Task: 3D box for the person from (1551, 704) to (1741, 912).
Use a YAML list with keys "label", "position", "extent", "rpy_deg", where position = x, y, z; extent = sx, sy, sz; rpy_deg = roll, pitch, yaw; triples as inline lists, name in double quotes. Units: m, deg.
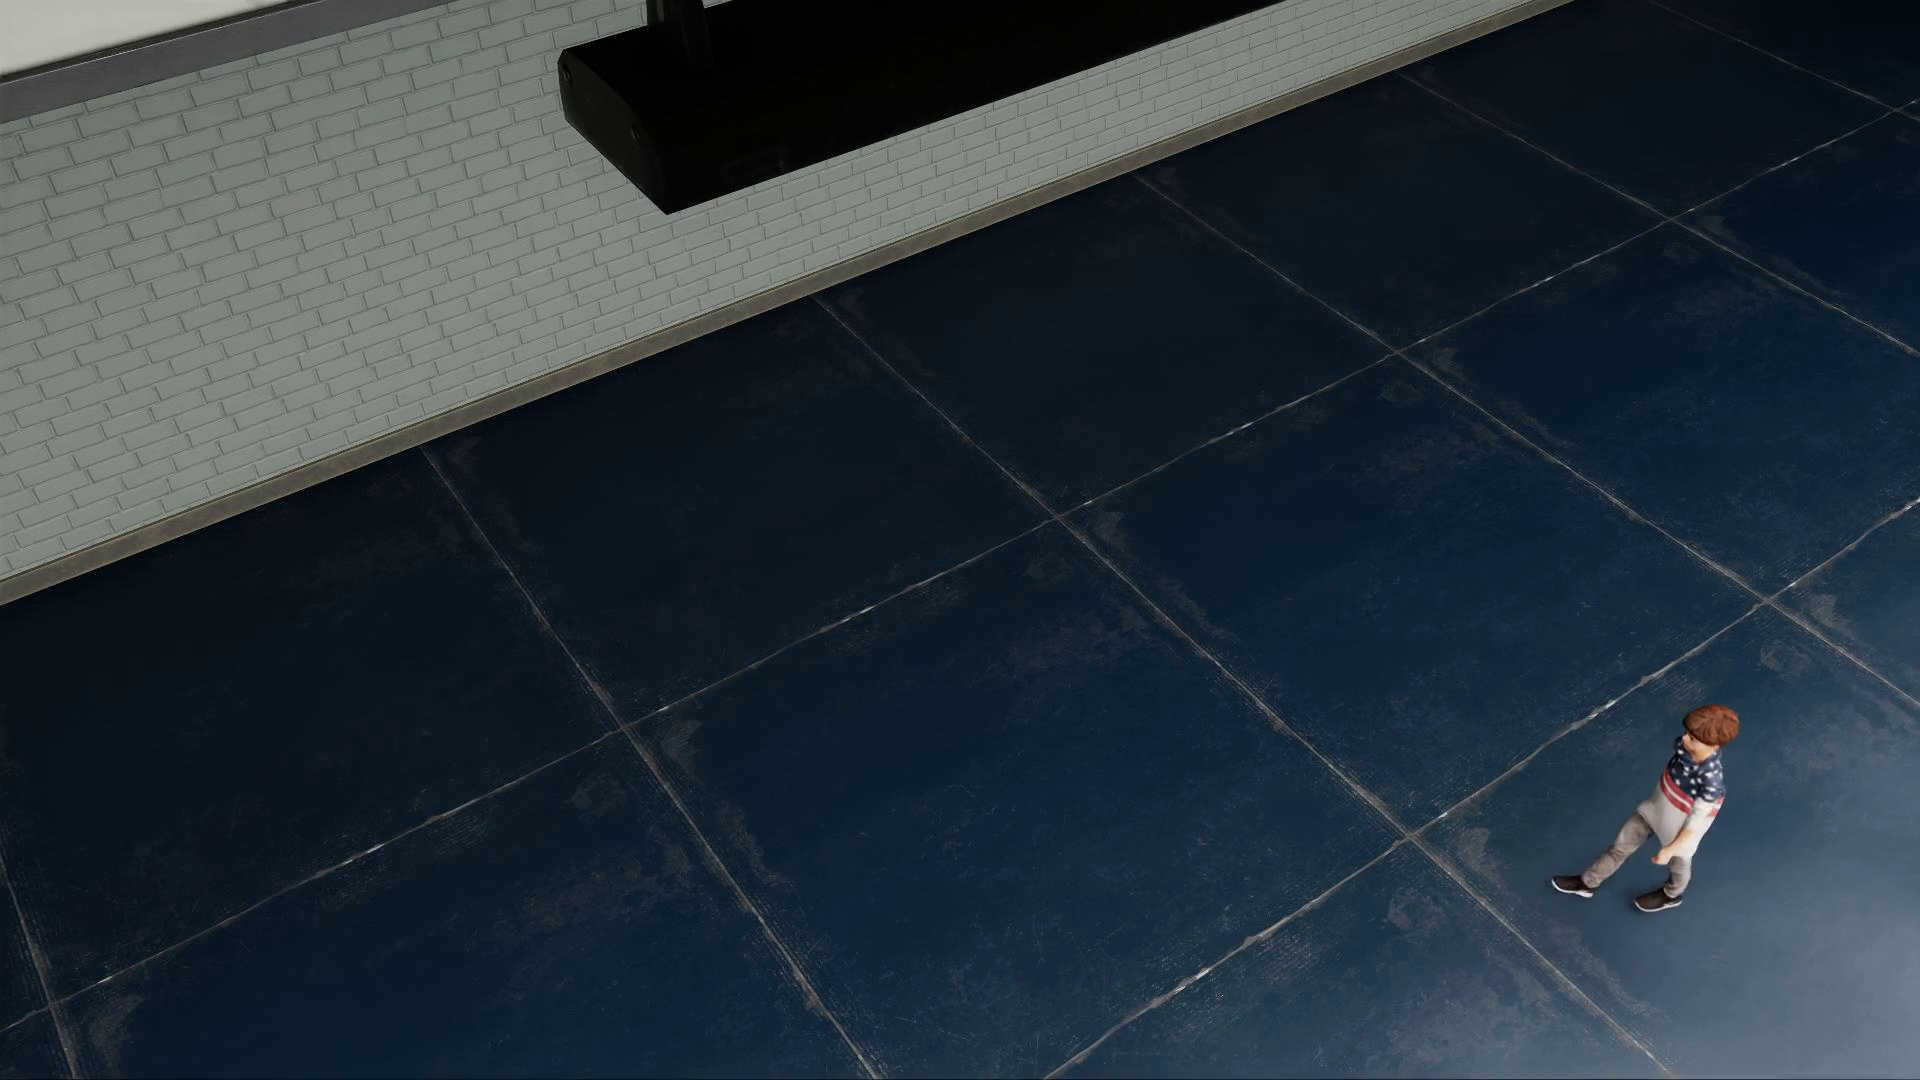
- label: "person"
  position: [3.427, 1.295, 7.819]
  extent: [0.825, 1.412, 0.892]
  rpy_deg: [-8, 44, -8]
